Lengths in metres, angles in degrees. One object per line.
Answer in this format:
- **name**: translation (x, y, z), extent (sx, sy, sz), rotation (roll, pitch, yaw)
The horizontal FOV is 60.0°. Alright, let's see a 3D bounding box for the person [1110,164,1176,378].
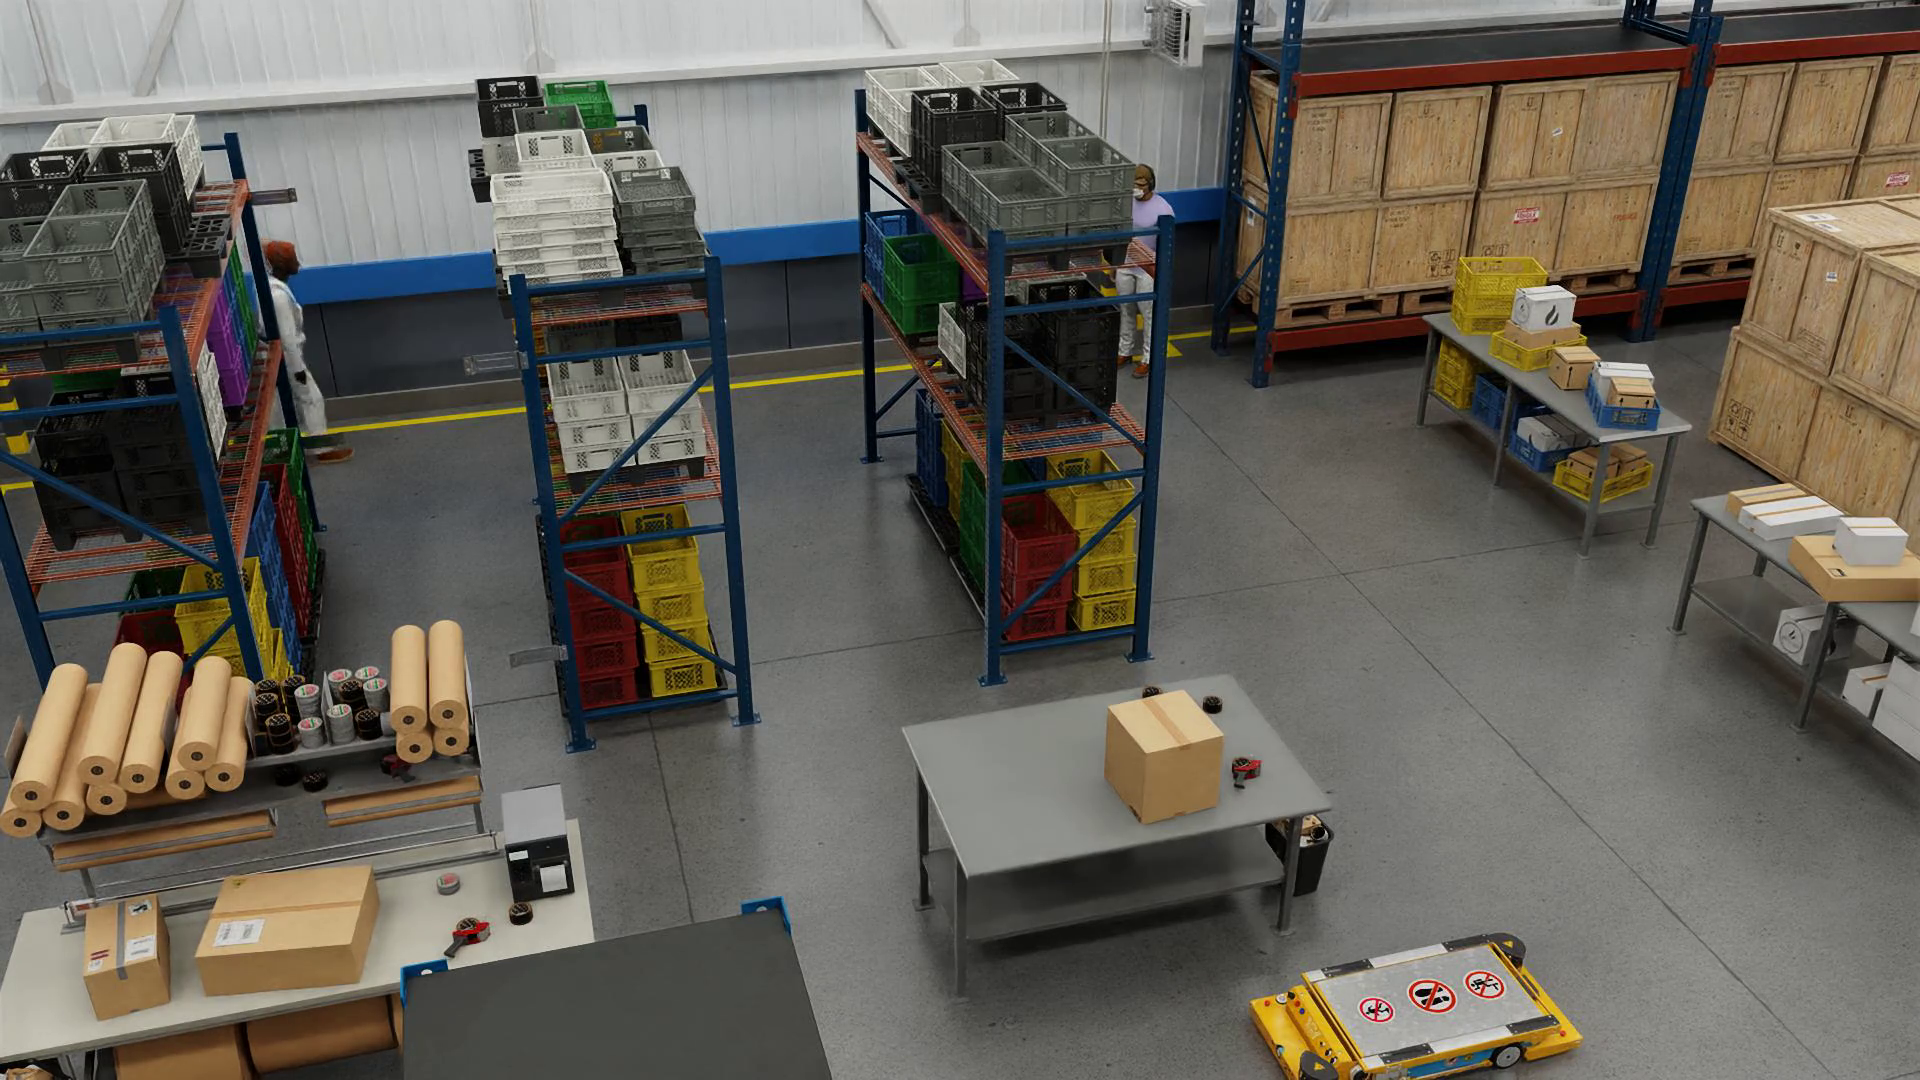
- **person**: translation (1.600, -2.407, 14.805), extent (0.625, 1.933, 0.374), rotation (24, 37, 37)

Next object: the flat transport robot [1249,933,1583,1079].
- **flat transport robot**: translation (2.184, 2.282, 7.980), extent (1.431, 0.197, 0.652), rotation (-8, 30, -14)

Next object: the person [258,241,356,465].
- **person**: translation (-5.287, -1.471, 13.177), extent (0.626, 1.858, 0.580), rotation (-16, 33, -27)
